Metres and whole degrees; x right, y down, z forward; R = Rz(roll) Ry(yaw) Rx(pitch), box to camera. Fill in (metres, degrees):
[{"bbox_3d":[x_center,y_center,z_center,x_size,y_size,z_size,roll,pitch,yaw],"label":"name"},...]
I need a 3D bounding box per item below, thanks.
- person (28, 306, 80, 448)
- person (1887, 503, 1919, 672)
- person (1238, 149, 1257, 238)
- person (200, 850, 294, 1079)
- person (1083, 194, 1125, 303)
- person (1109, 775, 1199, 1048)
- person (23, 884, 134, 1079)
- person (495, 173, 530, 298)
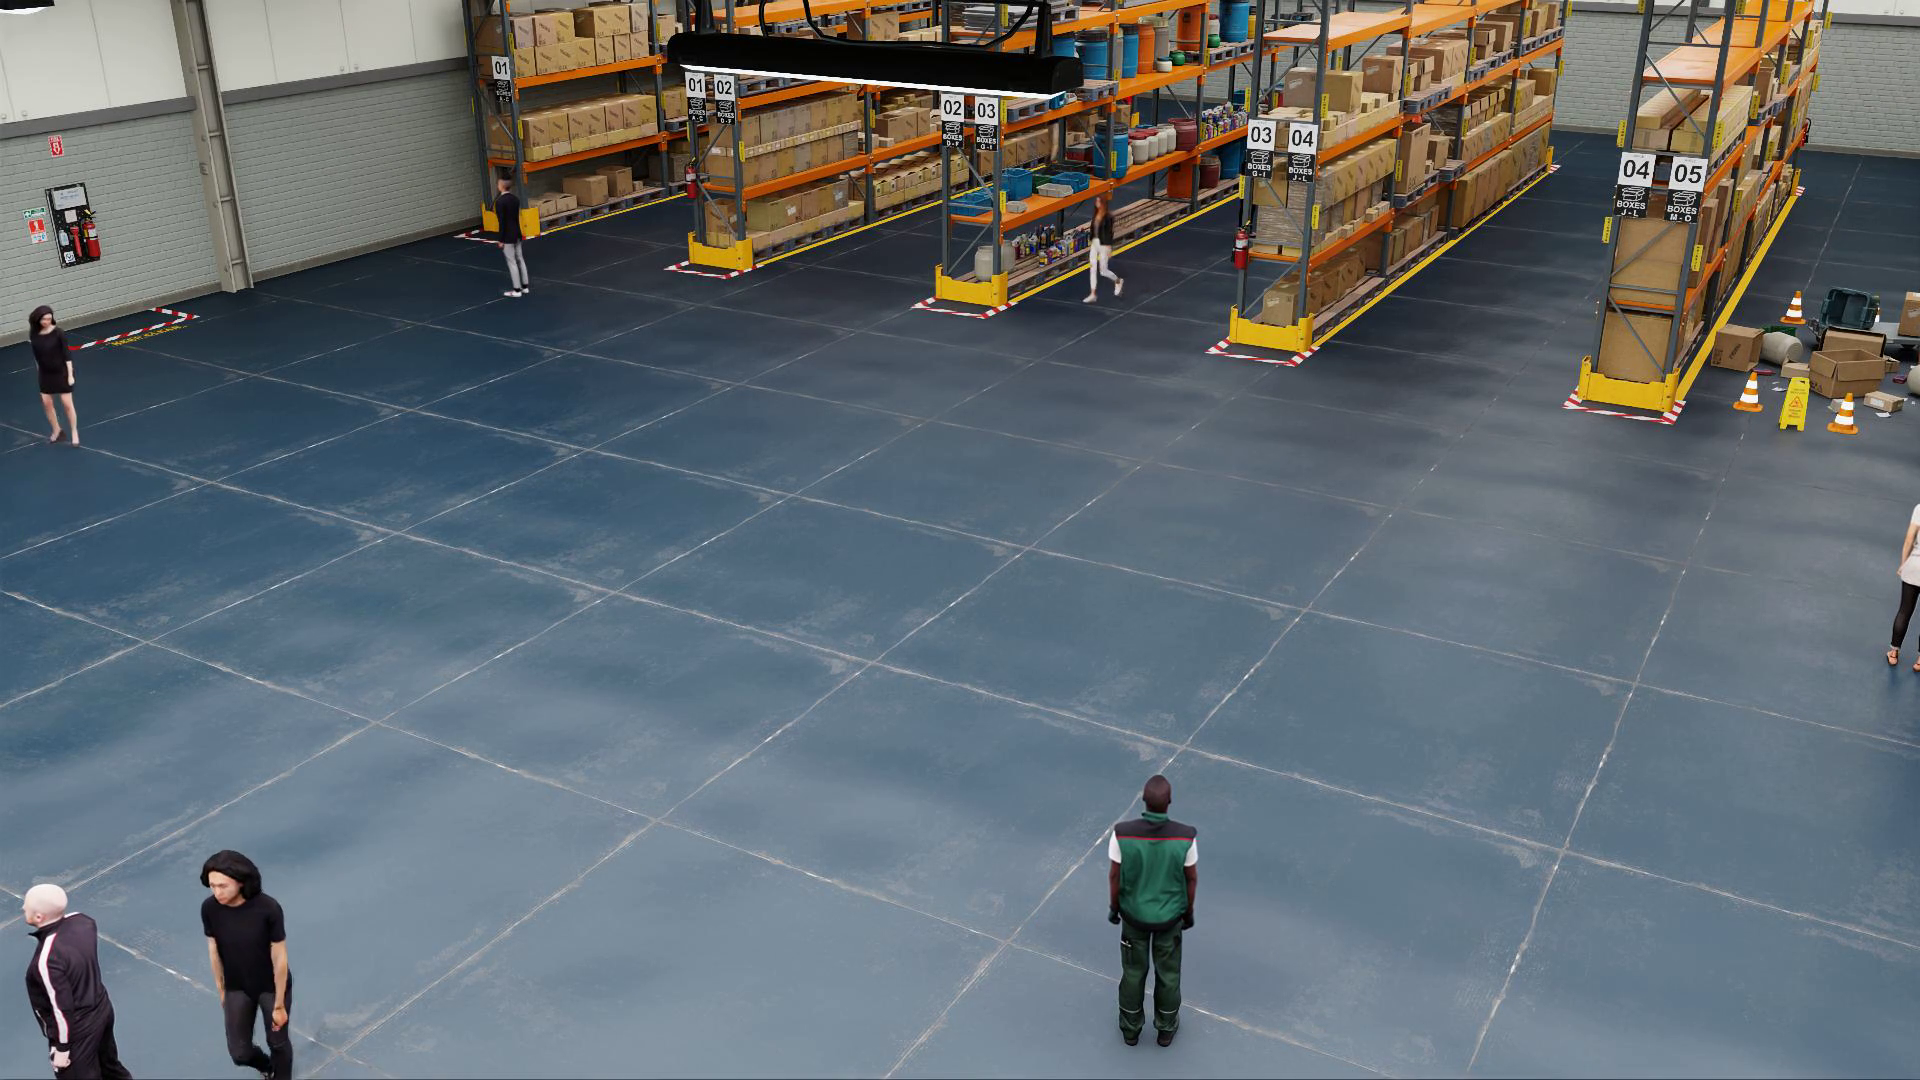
[{"bbox_3d":[-10.758,-1.939,19.787,0.844,1.773,0.861,5,24,12],"label":"person"},{"bbox_3d":[8.449,0.270,14.524,0.654,1.826,0.605,20,30,39],"label":"person"},{"bbox_3d":[5.282,-6.371,30.412,0.801,1.615,0.759,-10,25,-22],"label":"person"},{"bbox_3d":[-3.936,2.455,9.394,0.786,1.819,0.840,0,23,-1],"label":"person"},{"bbox_3d":[2.263,-4.578,26.107,1.062,1.684,0.843,-16,28,-33],"label":"person"},{"bbox_3d":[1.149,2.217,9.930,0.772,1.839,0.758,2,23,6],"label":"person"},{"bbox_3d":[-4.725,2.633,8.956,0.830,1.837,0.730,-2,23,-5],"label":"person"},{"bbox_3d":[-7.130,-4.850,26.407,0.816,1.950,0.595,8,24,17],"label":"person"}]
